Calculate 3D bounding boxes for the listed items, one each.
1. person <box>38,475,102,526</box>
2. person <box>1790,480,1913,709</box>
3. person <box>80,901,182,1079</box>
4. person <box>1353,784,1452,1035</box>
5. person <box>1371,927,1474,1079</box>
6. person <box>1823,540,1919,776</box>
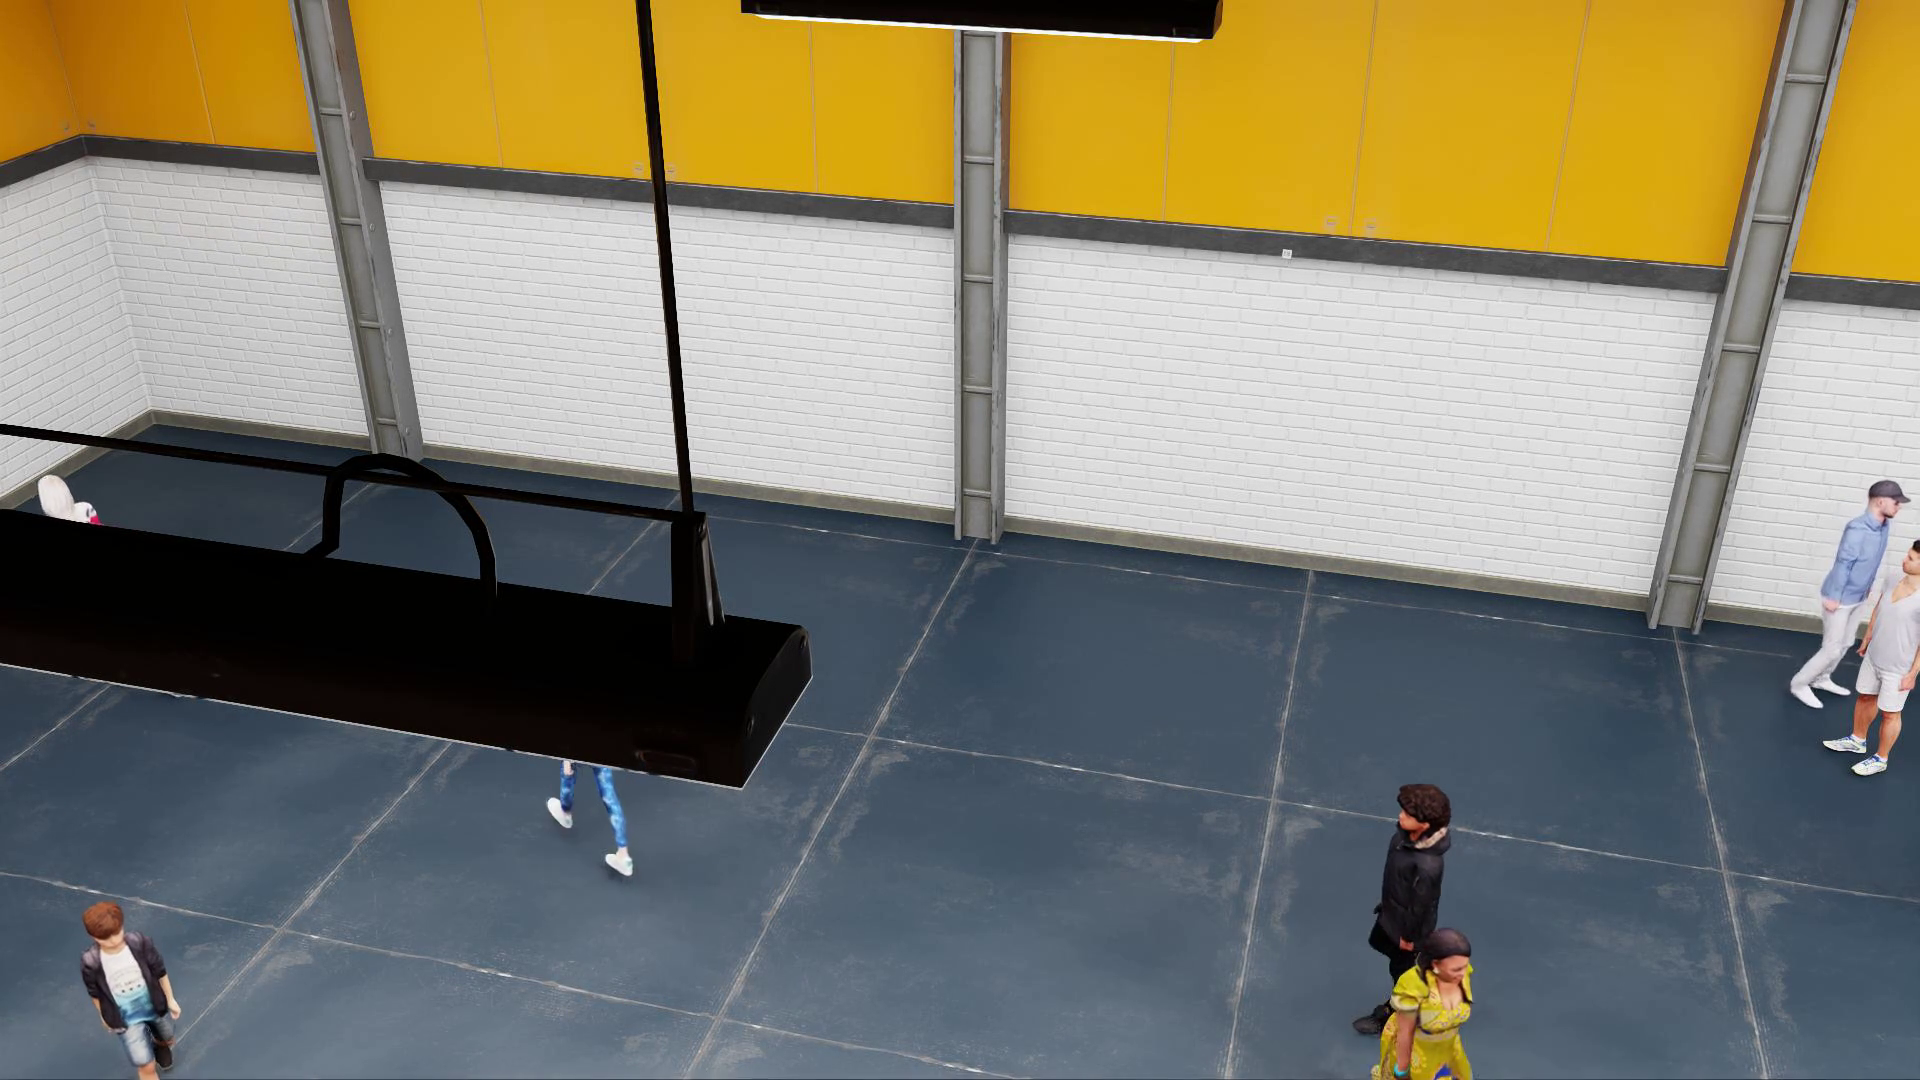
[{"bbox_3d":[-6.675,0.320,12.745,0.794,1.797,0.756,16,33,27],"label":"person"},{"bbox_3d":[6.683,0.383,12.557,0.779,1.866,0.816,-16,33,-27],"label":"person"},{"bbox_3d":[-4.502,2.521,9.098,0.869,1.426,0.994,-21,35,-33],"label":"person"},{"bbox_3d":[2.626,2.110,9.491,0.822,1.770,0.746,0,29,-1],"label":"person"},{"bbox_3d":[2.351,2.621,8.696,1.065,1.645,1.127,-16,33,-27],"label":"person"},{"bbox_3d":[6.622,0.815,11.780,0.724,1.852,0.762,-5,29,-9],"label":"person"}]
